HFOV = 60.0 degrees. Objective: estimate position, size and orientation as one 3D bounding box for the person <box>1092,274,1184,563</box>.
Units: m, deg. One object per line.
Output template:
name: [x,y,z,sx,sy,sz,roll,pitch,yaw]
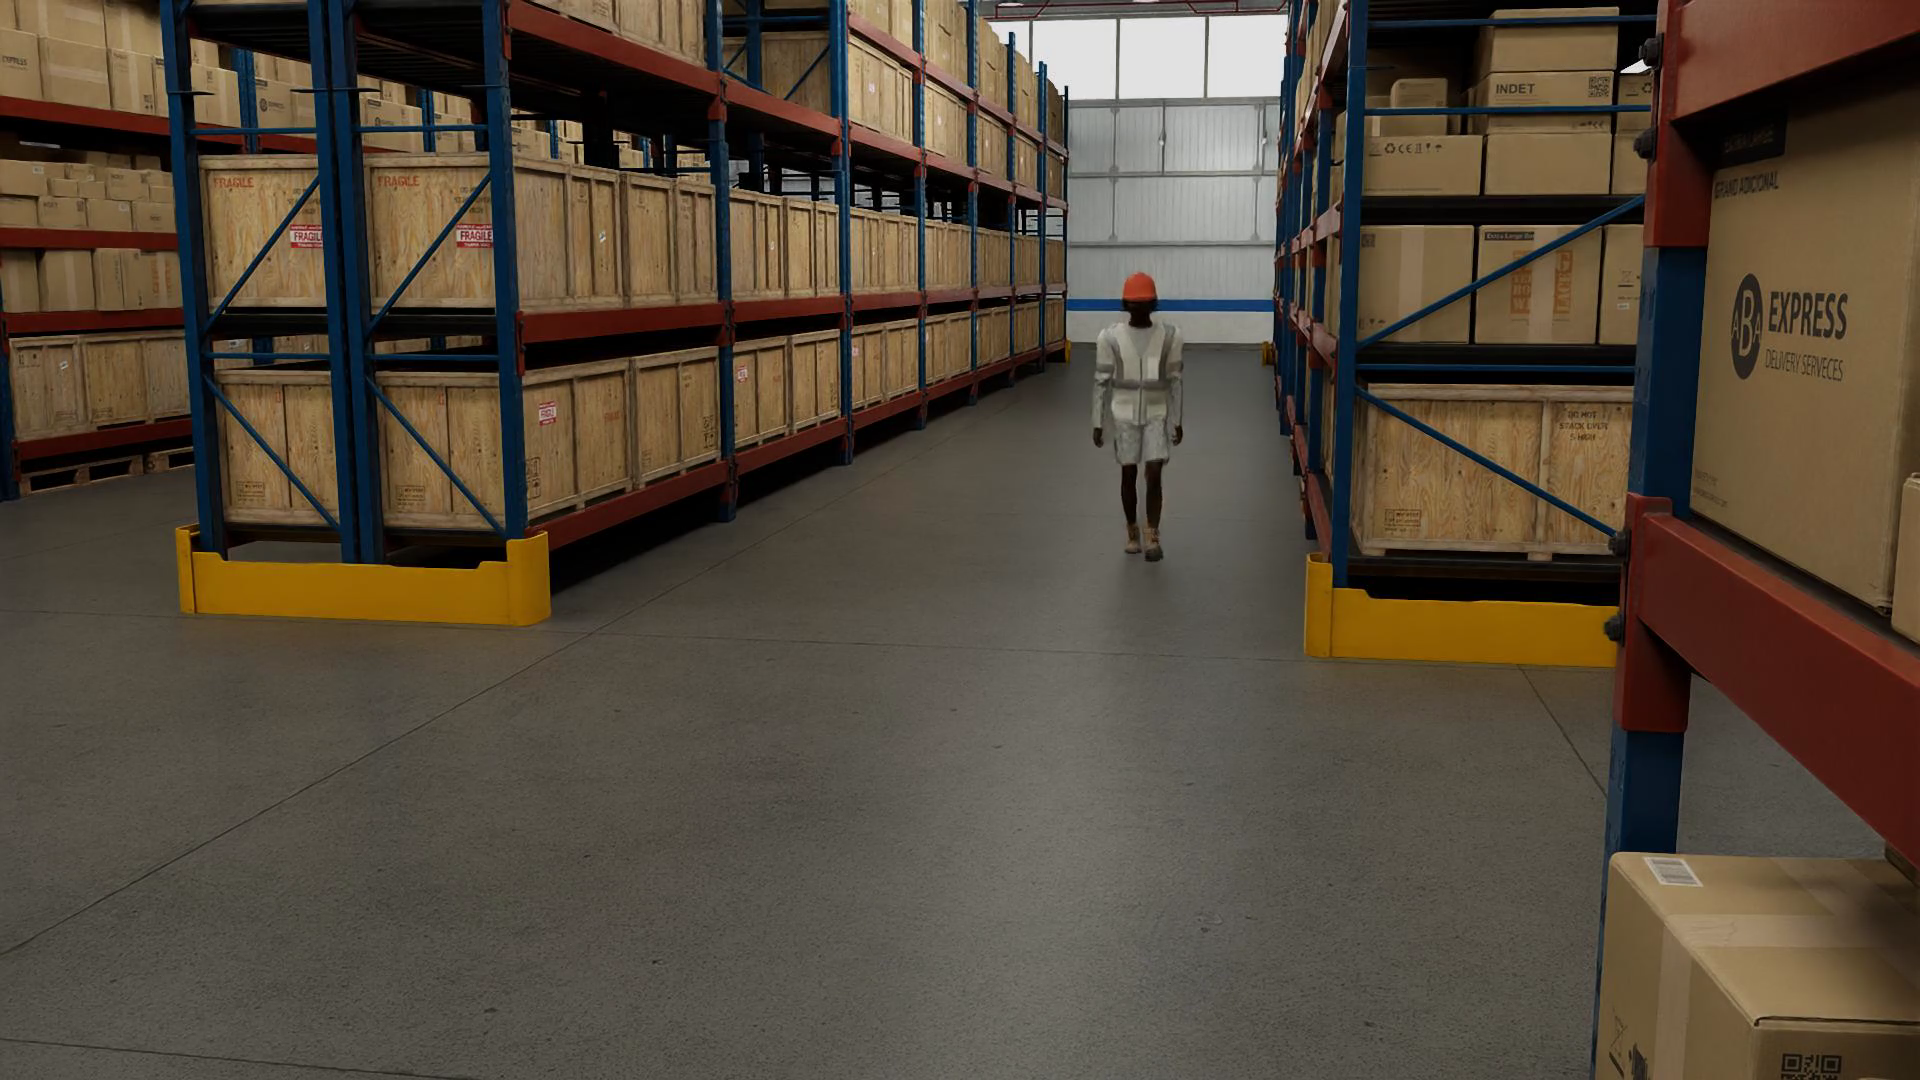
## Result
person: [1.244,-0.844,11.625,0.640,1.994,1.007,1,9,5]
